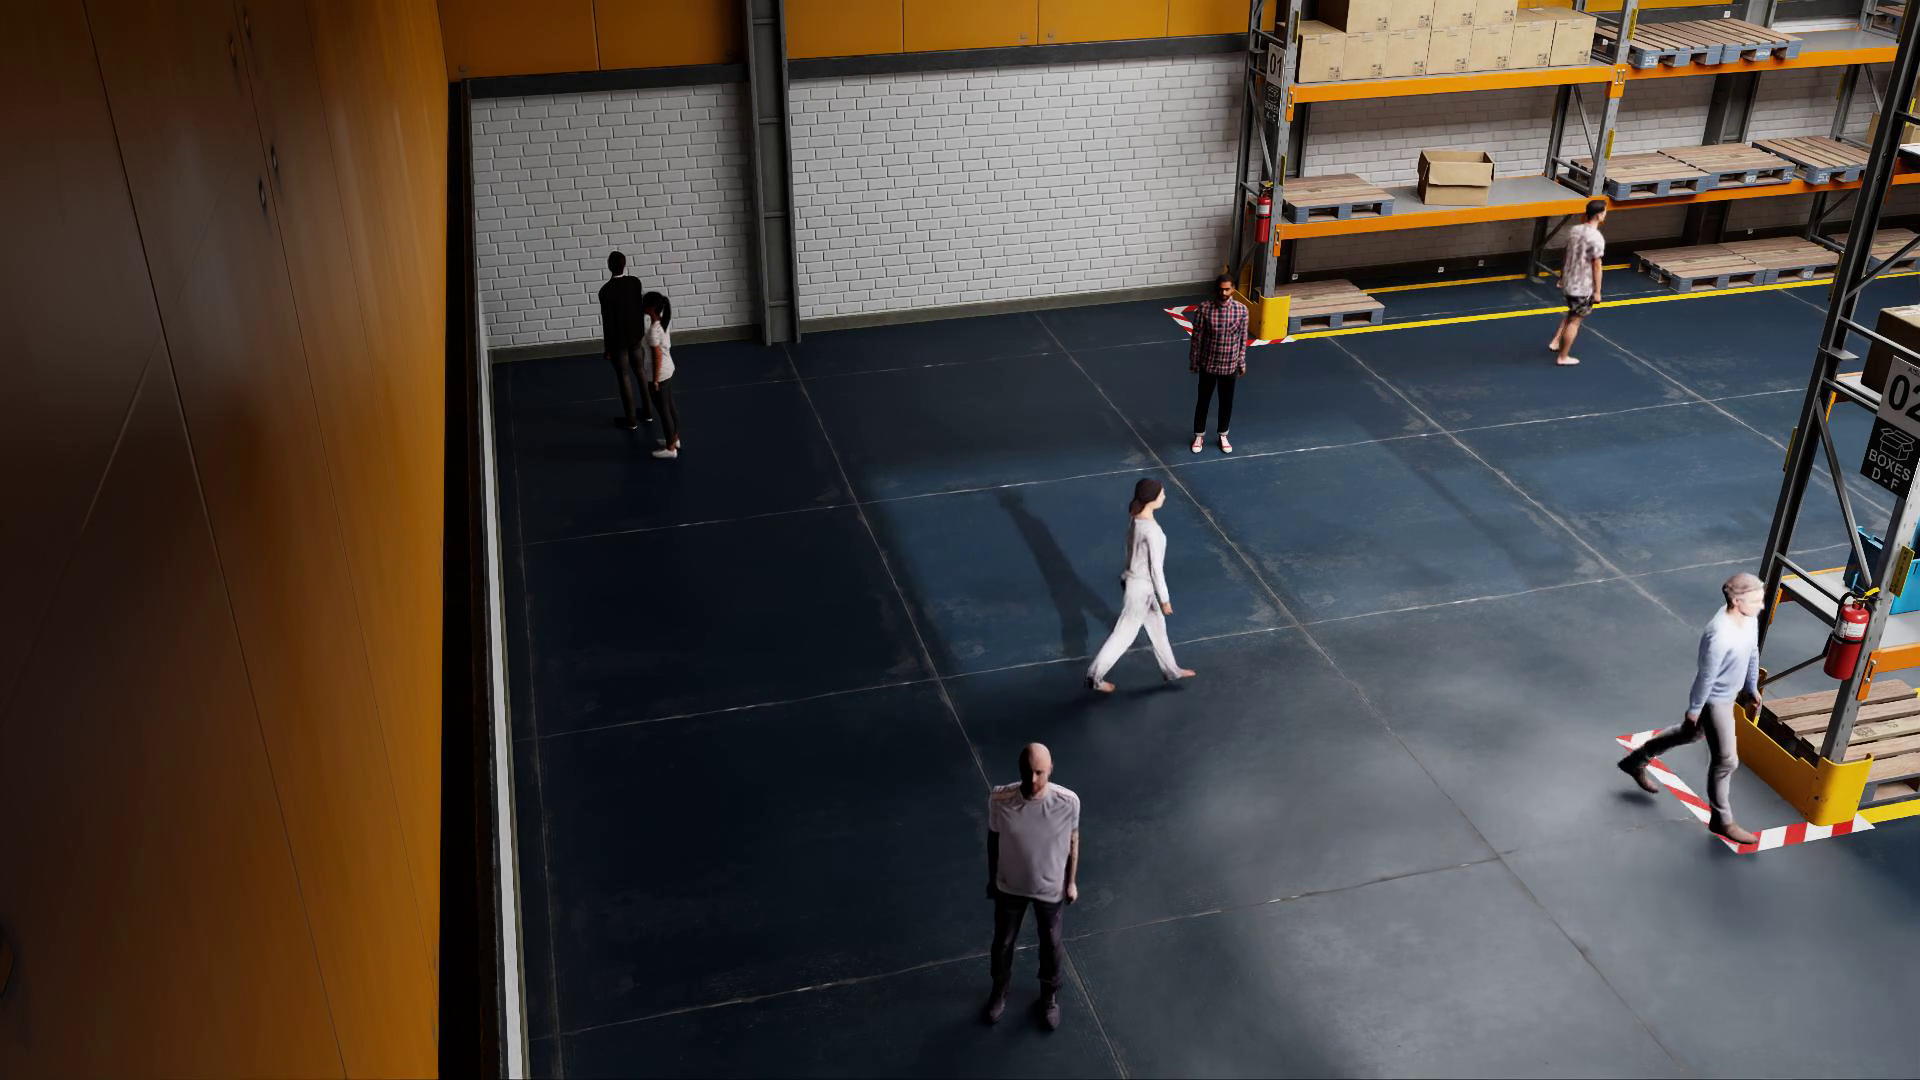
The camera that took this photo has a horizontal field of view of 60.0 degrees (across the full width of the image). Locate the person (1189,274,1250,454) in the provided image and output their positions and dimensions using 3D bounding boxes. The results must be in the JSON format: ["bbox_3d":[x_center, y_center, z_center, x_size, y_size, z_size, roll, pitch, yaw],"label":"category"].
[{"bbox_3d":[2.471,-1.700,15.890,0.636,1.761,0.822,0,29,1],"label":"person"}]

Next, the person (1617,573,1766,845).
[{"bbox_3d":[4.824,1.007,10.835,1.176,1.850,1.241,21,35,34],"label":"person"}]

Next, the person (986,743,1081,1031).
[{"bbox_3d":[0.403,1.889,9.235,0.651,1.833,0.795,2,29,4],"label":"person"}]

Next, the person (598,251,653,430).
[{"bbox_3d":[-3.281,-1.972,16.350,0.809,1.799,0.699,24,36,36],"label":"person"}]

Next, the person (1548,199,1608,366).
[{"bbox_3d":[6.533,-2.729,17.733,0.632,1.805,0.686,-6,29,-11],"label":"person"}]

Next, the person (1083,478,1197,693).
[{"bbox_3d":[1.225,0.386,12.106,1.115,1.724,0.693,-4,29,-8],"label":"person"}]

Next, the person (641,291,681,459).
[{"bbox_3d":[-2.837,-1.581,15.792,0.625,1.647,0.631,2,29,3],"label":"person"}]
